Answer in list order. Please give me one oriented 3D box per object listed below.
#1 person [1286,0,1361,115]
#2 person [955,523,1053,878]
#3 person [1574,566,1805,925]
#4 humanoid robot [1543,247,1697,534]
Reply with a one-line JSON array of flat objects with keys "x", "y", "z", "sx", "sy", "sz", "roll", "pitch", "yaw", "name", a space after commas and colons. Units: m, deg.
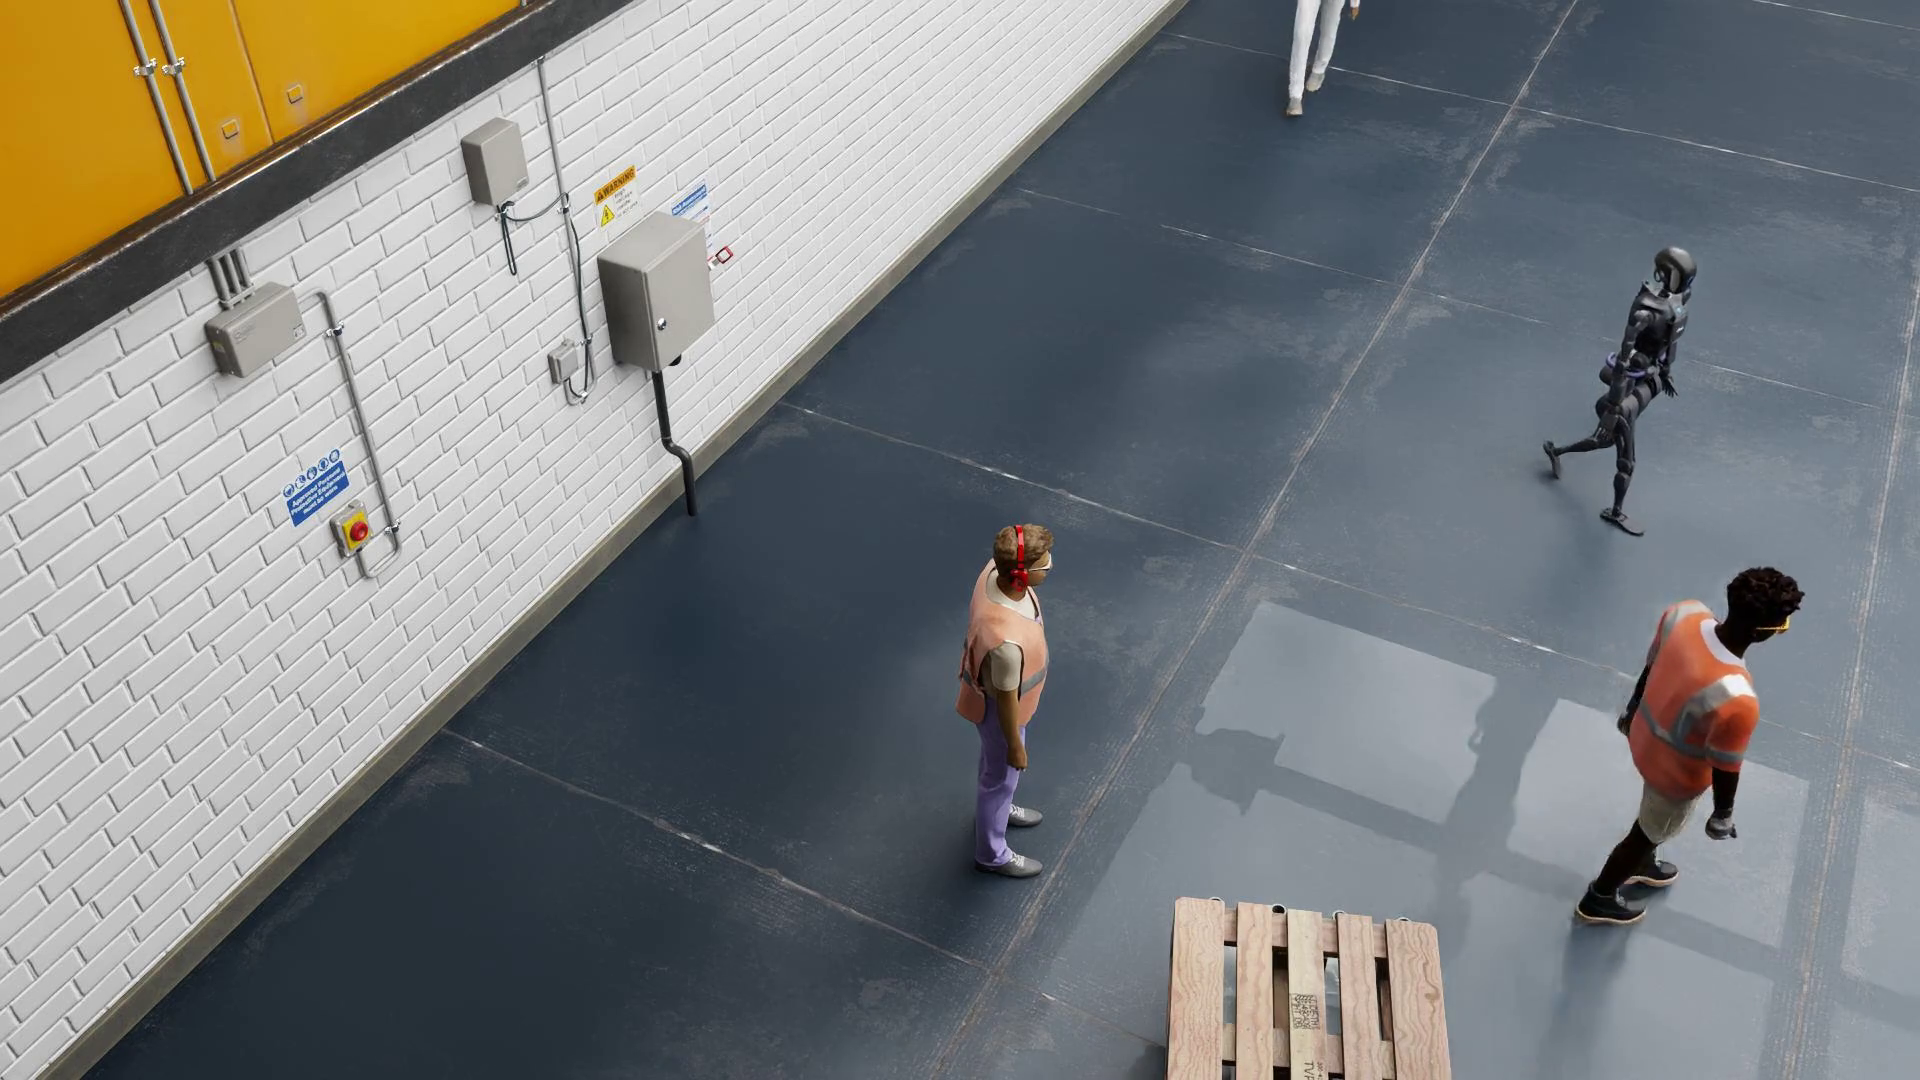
[{"x": 2.718, "y": -4.111, "z": 12.417, "sx": 0.609, "sy": 1.811, "sz": 0.976, "roll": 9, "pitch": 42, "yaw": 11, "name": "person"}, {"x": 0.176, "y": 0.667, "z": 6.866, "sx": 0.388, "sy": 1.839, "sz": 0.559, "roll": 1, "pitch": 41, "yaw": 1, "name": "person"}, {"x": 2.924, "y": 0.849, "z": 6.567, "sx": 0.645, "sy": 1.942, "sz": 0.630, "roll": -1, "pitch": 41, "yaw": -1, "name": "person"}, {"x": 3.508, "y": -0.840, "z": 8.774, "sx": 0.614, "sy": 1.652, "sz": 0.742, "roll": -31, "pitch": 49, "yaw": -31, "name": "humanoid robot"}]
